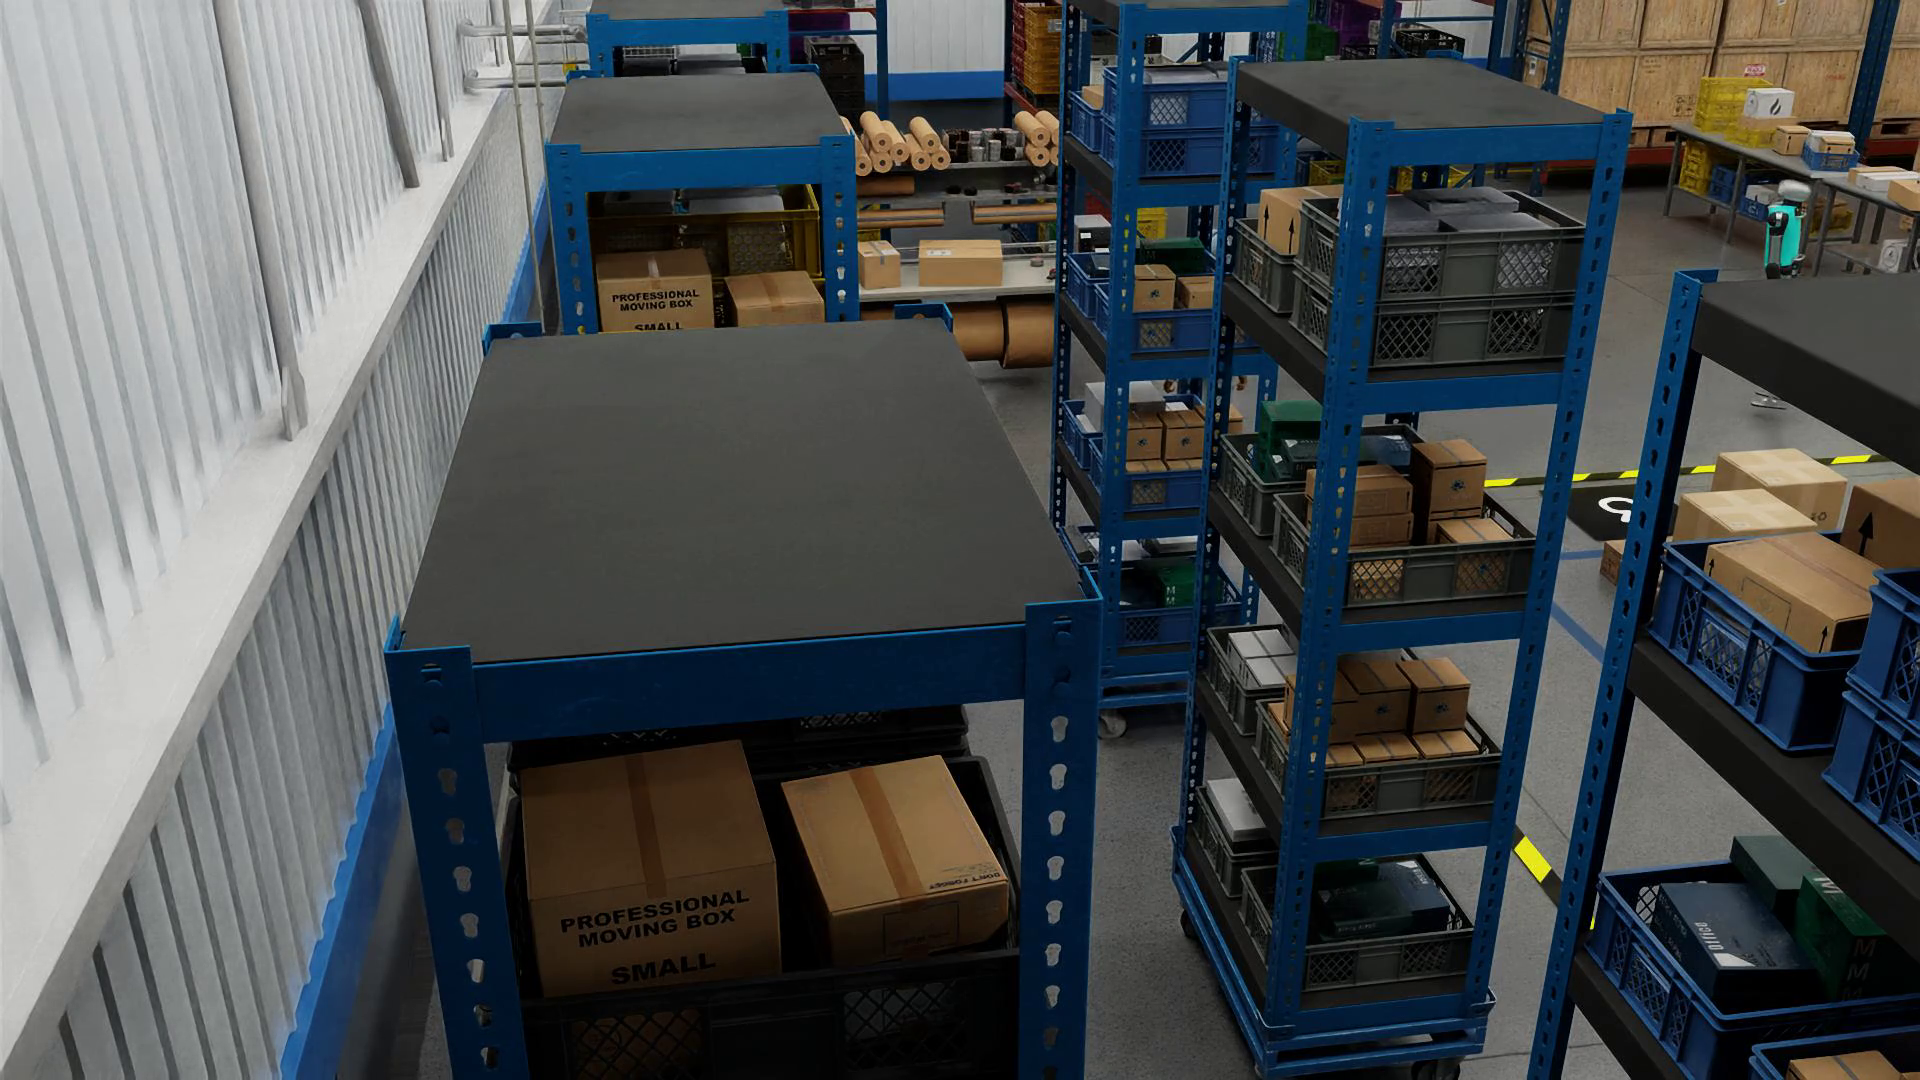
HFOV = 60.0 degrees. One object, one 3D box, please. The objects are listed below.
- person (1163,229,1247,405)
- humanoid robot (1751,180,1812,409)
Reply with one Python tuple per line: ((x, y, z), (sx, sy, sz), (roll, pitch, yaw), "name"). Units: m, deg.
((1.605, -1.116, 10.828), (0.596, 1.852, 0.369), (-5, 25, -10), "person")
((6.217, -1.771, 12.235), (0.735, 1.673, 0.533), (17, 30, 33), "humanoid robot")
